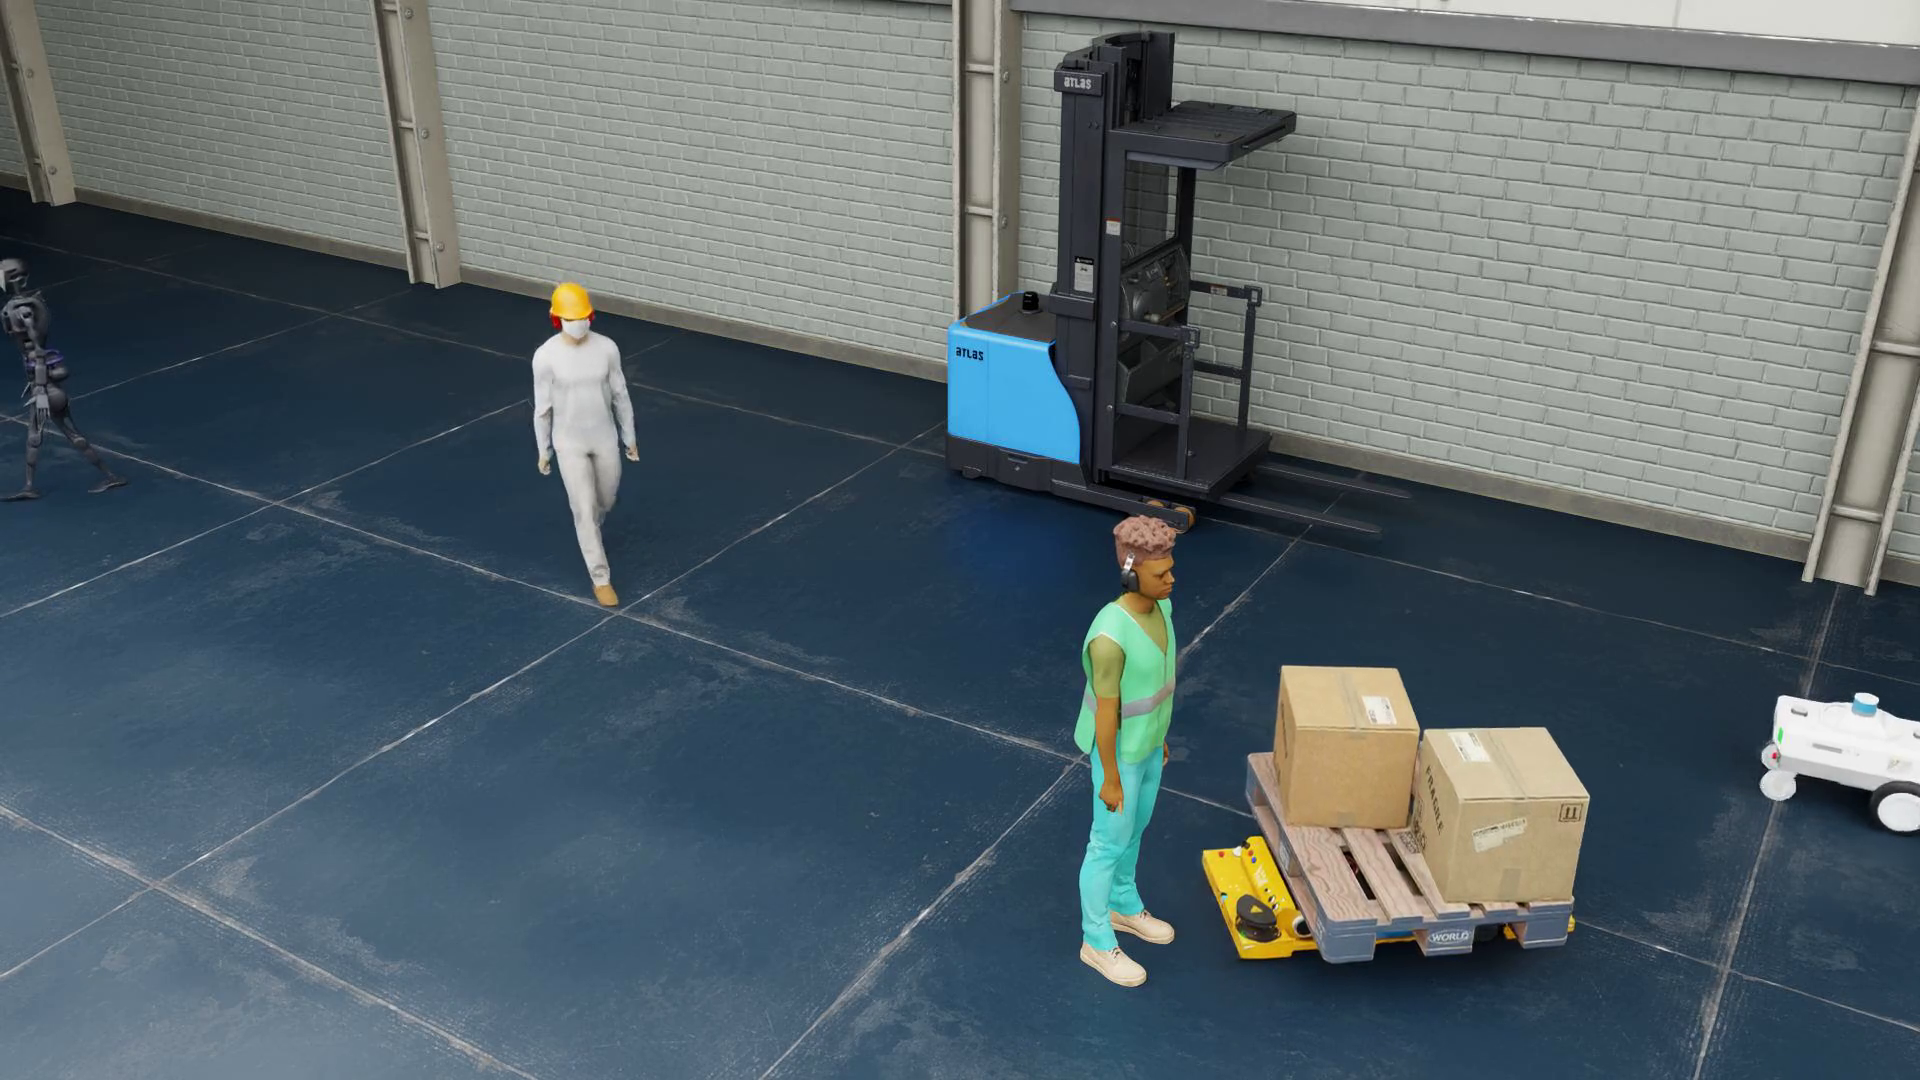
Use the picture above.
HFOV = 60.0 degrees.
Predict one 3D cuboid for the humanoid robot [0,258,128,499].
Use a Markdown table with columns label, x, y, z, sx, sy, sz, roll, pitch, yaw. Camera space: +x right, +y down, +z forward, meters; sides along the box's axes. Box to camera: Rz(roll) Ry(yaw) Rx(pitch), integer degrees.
| label | x | y | z | sx | sy | sz | roll | pitch | yaw |
| --- | --- | --- | --- | --- | --- | --- | --- | --- | --- |
| humanoid robot | -6.011 | -1.026 | 10.838 | 0.767 | 1.624 | 0.606 | -17 | 30 | -31 |

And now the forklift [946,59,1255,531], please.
| label | x | y | z | sx | sy | sz | roll | pitch | yaw |
| --- | --- | --- | --- | --- | --- | --- | --- | --- | --- |
| forklift | 0.933 | -1.707 | 10.833 | 1.873 | 2.768 | 1.129 | 15 | 29 | 28 |

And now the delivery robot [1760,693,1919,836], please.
| label | x | y | z | sx | sy | sz | roll | pitch | yaw |
| --- | --- | --- | --- | --- | --- | --- | --- | --- | --- |
| delivery robot | 4.207 | 1.007 | 7.807 | 0.807 | 0.606 | 0.499 | 11 | 28 | 22 |

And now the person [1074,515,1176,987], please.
| label | x | y | z | sx | sy | sz | roll | pitch | yaw |
| --- | --- | --- | --- | --- | --- | --- | --- | --- | --- |
| person | 0.663 | 0.814 | 6.541 | 0.403 | 1.978 | 0.484 | 14 | 29 | 27 |

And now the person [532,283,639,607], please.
| label | x | y | z | sx | sy | sz | roll | pitch | yaw |
| --- | --- | --- | --- | --- | --- | --- | --- | --- | --- |
| person | -2.192 | -0.613 | 9.690 | 0.571 | 1.869 | 0.832 | -13 | 28 | -26 |

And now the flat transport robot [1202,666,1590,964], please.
| label | x | y | z | sx | sy | sz | roll | pitch | yaw |
| --- | --- | --- | --- | --- | --- | --- | --- | --- | --- |
| flat transport robot | 1.821 | 1.473 | 7.143 | 1.431 | 0.231 | 0.659 | -3 | 25 | -6 |
